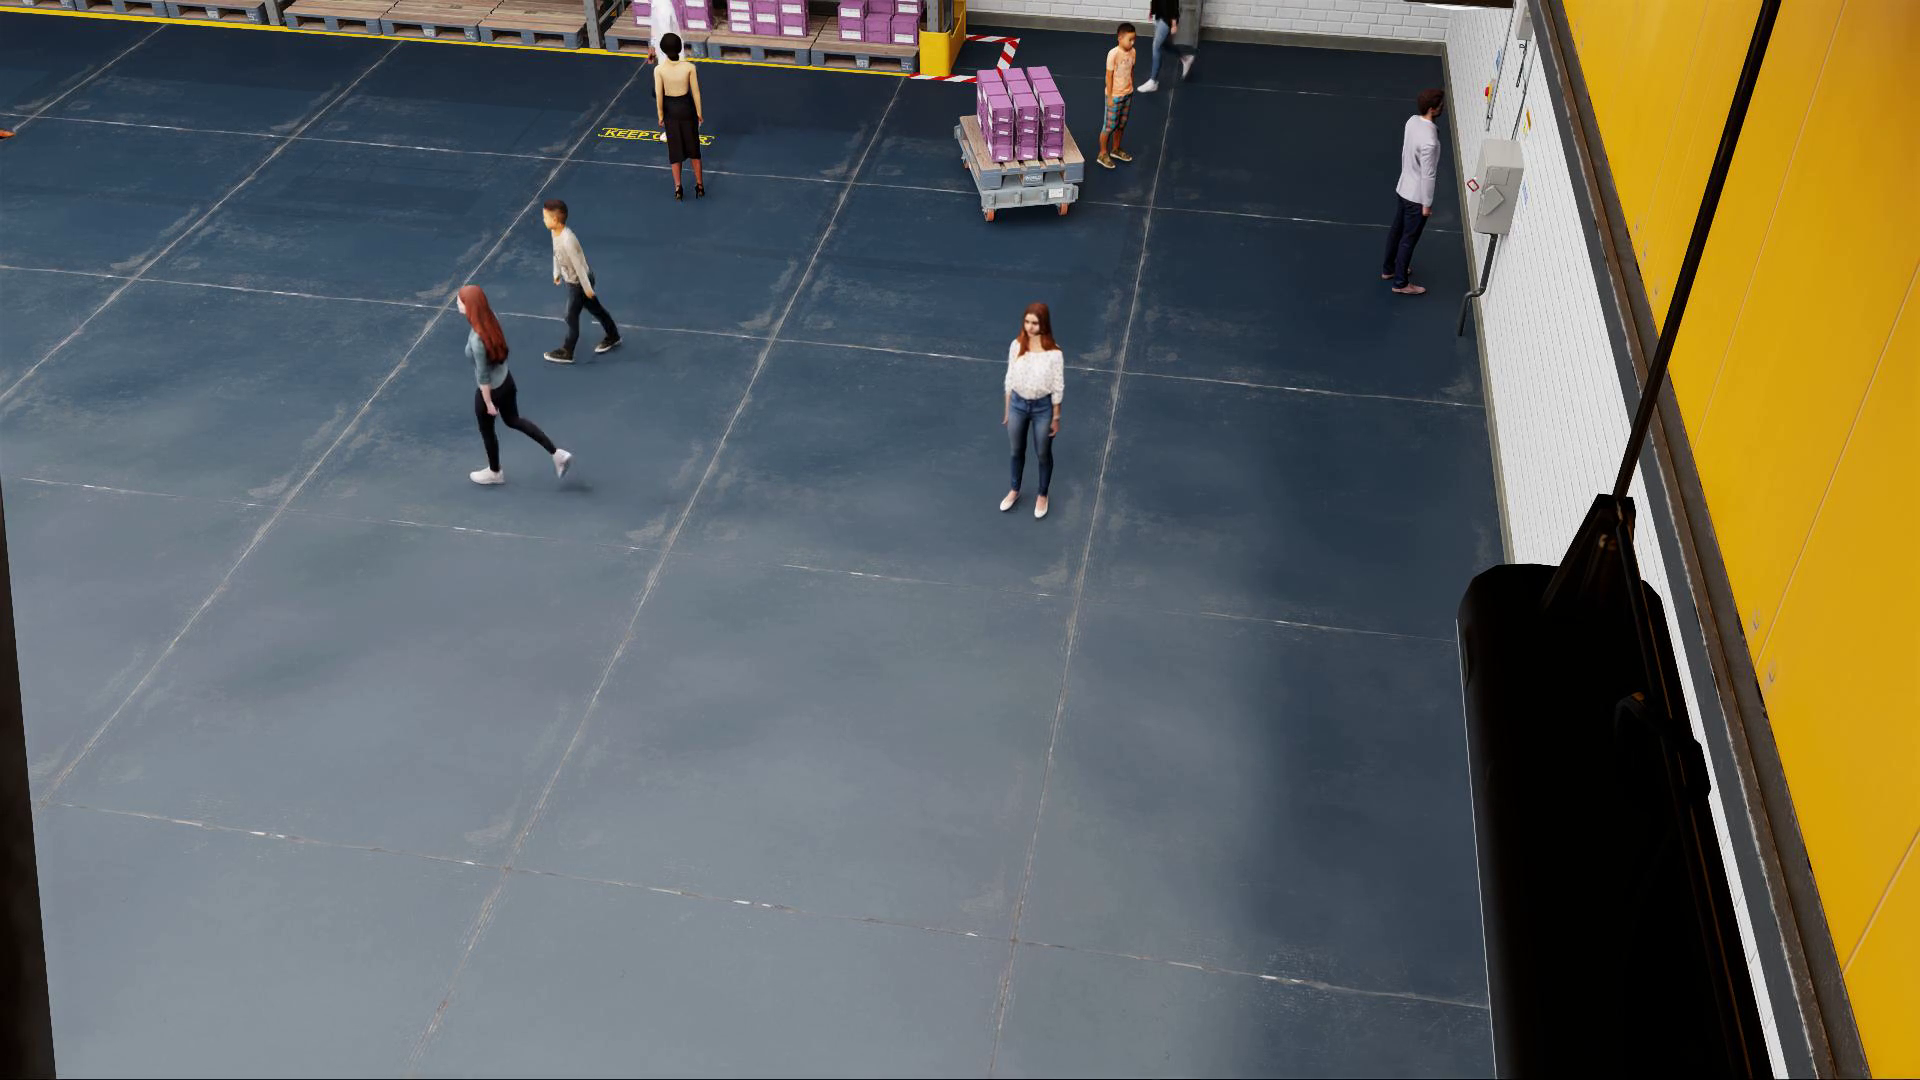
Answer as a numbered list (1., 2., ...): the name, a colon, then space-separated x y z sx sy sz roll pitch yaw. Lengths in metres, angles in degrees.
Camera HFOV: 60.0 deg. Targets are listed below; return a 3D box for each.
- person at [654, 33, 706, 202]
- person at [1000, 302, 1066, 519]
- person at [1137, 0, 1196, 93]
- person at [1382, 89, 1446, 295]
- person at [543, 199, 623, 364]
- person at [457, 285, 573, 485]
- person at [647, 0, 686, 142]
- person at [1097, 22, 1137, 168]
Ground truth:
1. person: -2.681 -4.042 15.897 0.597 1.654 0.716 -7 39 -9
2. person: 0.526 -0.950 11.965 0.513 1.728 0.676 15 41 17
3. person: 2.276 -5.672 17.960 1.037 1.626 0.850 -13 40 -16
4. person: 3.964 -3.056 14.502 0.696 1.853 0.746 -5 39 -7
5. person: -3.069 -2.147 13.695 0.997 1.440 0.870 -20 43 -23
6. person: -3.315 -1.093 12.149 1.038 1.721 0.592 7 39 8
7. person: -2.870 -4.939 16.914 0.756 1.786 0.727 -5 39 -6
8. person: 1.571 -4.443 16.558 0.594 1.454 0.644 -28 46 -30
